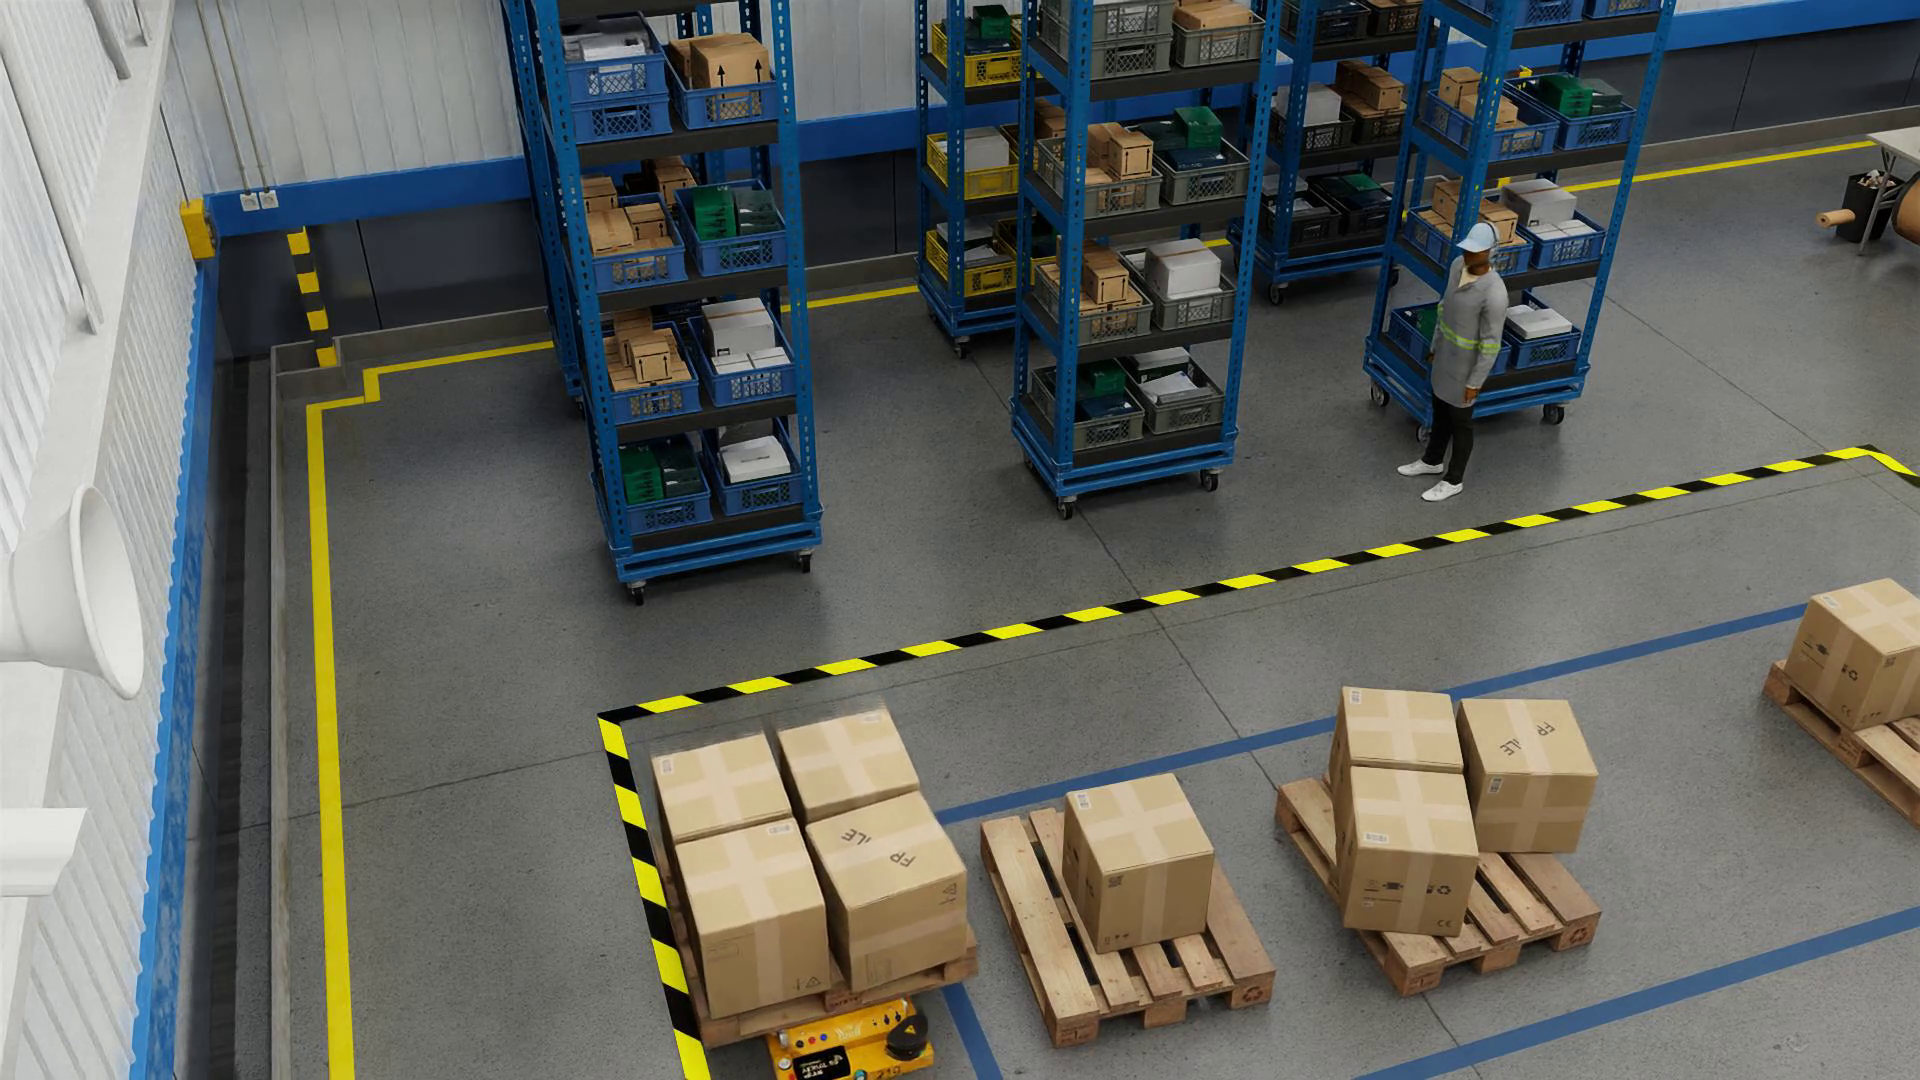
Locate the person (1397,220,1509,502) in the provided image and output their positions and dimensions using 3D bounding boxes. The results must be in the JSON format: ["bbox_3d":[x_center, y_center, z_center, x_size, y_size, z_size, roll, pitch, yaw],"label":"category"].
[{"bbox_3d":[3.058,-1.104,10.247,0.364,1.852,0.594,-8,36,-12],"label":"person"}]

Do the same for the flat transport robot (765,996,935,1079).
[{"bbox_3d":[-0.642,1.819,7.452,0.652,0.197,1.431,-11,37,-15],"label":"flat transport robot"}]
